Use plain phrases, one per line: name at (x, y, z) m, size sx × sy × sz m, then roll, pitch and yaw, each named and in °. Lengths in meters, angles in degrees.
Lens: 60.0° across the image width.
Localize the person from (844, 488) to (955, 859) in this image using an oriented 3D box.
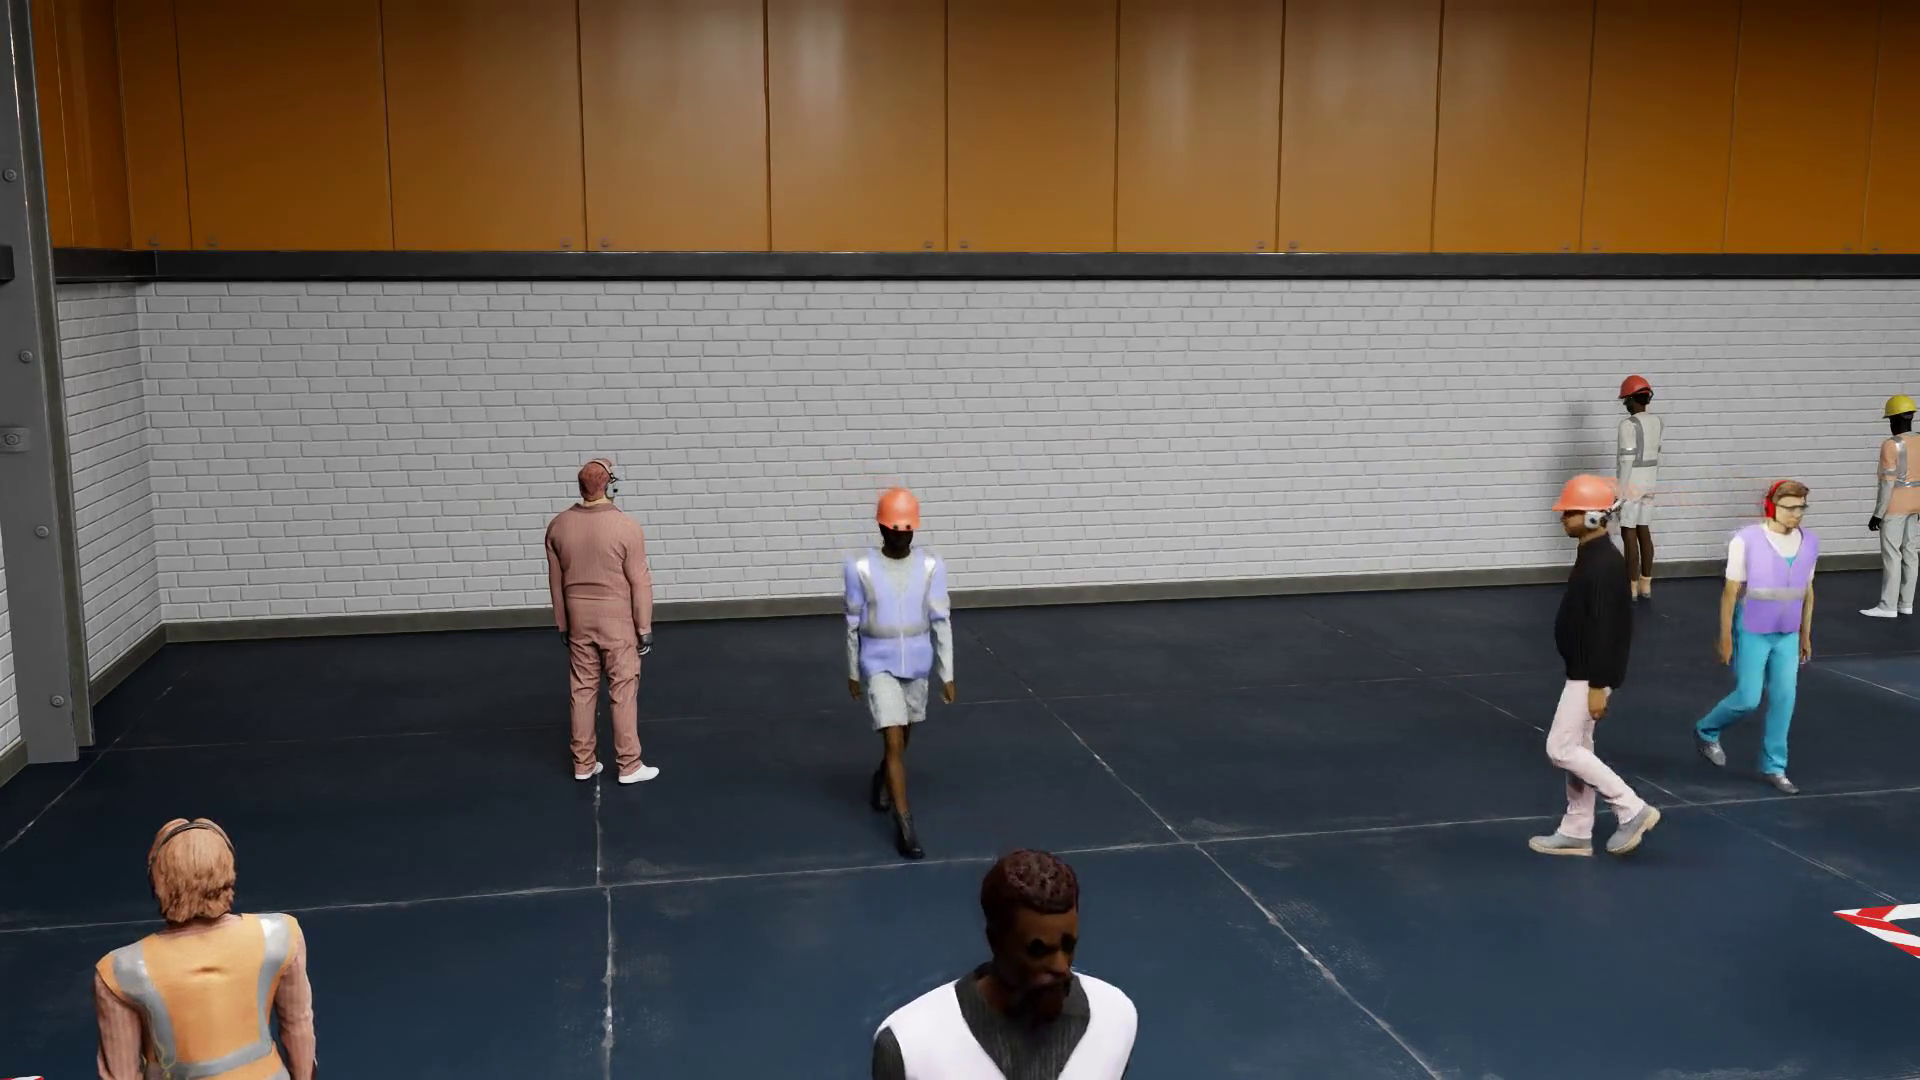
person at (-0.342, 0.636, 8.819) m, size 0.555 × 1.885 × 1.031 m, roll -3°, pitch 10°, yaw -15°

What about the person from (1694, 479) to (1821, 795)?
person at (4.622, 0.528, 9.637) m, size 0.602 × 1.820 × 0.589 m, roll -2°, pitch 10°, yaw -15°

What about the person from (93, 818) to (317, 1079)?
person at (-1.884, 1.506, 4.213) m, size 0.515 × 1.642 × 0.314 m, roll -7°, pitch 11°, yaw -35°

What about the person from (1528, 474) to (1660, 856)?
person at (3.196, 0.655, 8.361) m, size 0.537 × 1.977 × 0.637 m, roll 3°, pitch 10°, yaw 17°

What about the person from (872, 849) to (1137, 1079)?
person at (0.091, 1.525, 3.430) m, size 0.609 × 1.864 × 1.023 m, roll -4°, pitch 10°, yaw -21°

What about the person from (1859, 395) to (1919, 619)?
person at (8.024, -0.279, 14.256) m, size 0.585 × 1.917 × 0.382 m, roll -5°, pitch 10°, yaw -27°

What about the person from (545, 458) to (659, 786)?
person at (-2.059, 0.478, 9.664) m, size 0.641 × 1.912 × 0.408 m, roll 3°, pitch 10°, yaw 18°

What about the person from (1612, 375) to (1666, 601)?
person at (6.074, -0.467, 15.043) m, size 0.613 × 2.033 × 0.398 m, roll -7°, pitch 12°, yaw -37°
